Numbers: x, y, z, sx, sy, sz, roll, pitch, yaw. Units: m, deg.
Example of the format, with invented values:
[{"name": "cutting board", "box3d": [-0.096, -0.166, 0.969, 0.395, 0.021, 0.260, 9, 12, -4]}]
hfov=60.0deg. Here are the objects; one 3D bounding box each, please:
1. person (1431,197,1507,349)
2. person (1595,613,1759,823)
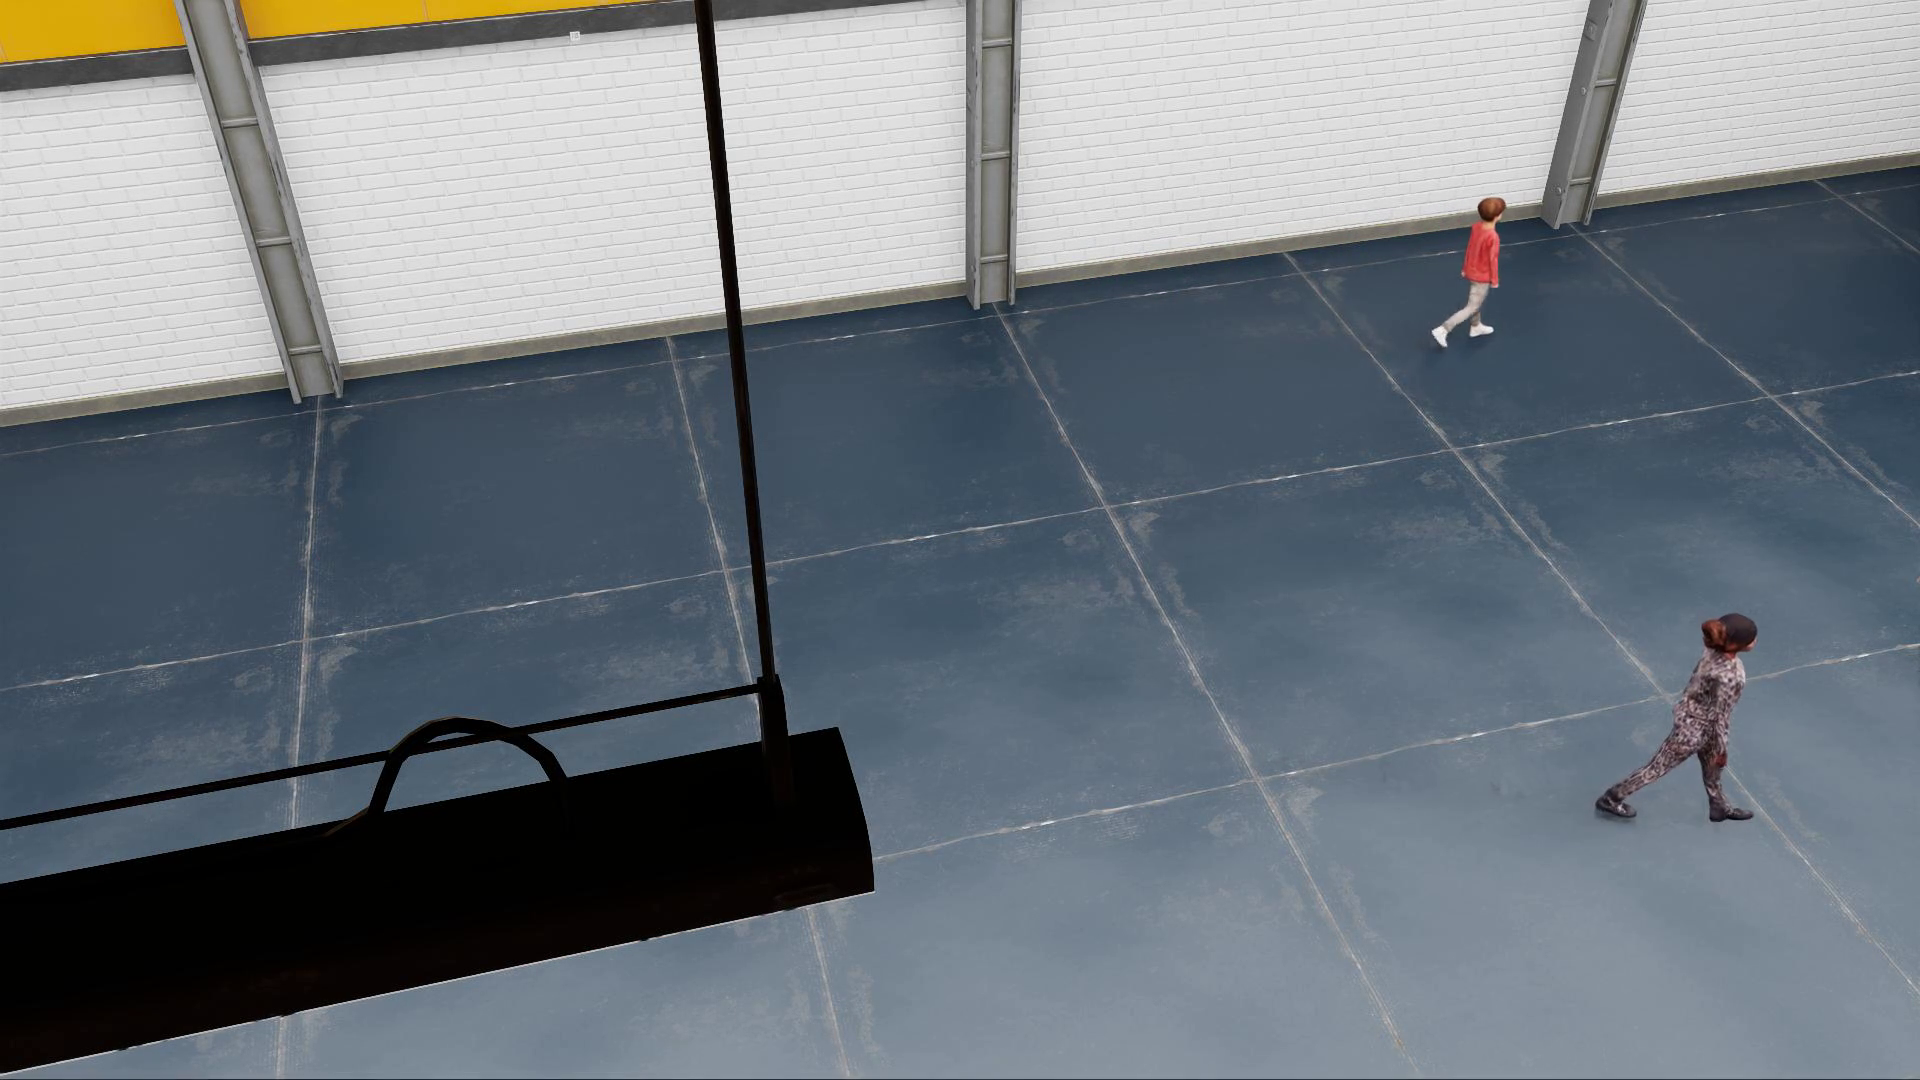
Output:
[{"name": "person", "box3d": [4.459, -2.304, 14.454, 0.892, 1.398, 0.522, -8, 39, -10]}, {"name": "person", "box3d": [4.312, 1.117, 9.961, 1.243, 1.659, 0.969, 8, 39, 10]}]
